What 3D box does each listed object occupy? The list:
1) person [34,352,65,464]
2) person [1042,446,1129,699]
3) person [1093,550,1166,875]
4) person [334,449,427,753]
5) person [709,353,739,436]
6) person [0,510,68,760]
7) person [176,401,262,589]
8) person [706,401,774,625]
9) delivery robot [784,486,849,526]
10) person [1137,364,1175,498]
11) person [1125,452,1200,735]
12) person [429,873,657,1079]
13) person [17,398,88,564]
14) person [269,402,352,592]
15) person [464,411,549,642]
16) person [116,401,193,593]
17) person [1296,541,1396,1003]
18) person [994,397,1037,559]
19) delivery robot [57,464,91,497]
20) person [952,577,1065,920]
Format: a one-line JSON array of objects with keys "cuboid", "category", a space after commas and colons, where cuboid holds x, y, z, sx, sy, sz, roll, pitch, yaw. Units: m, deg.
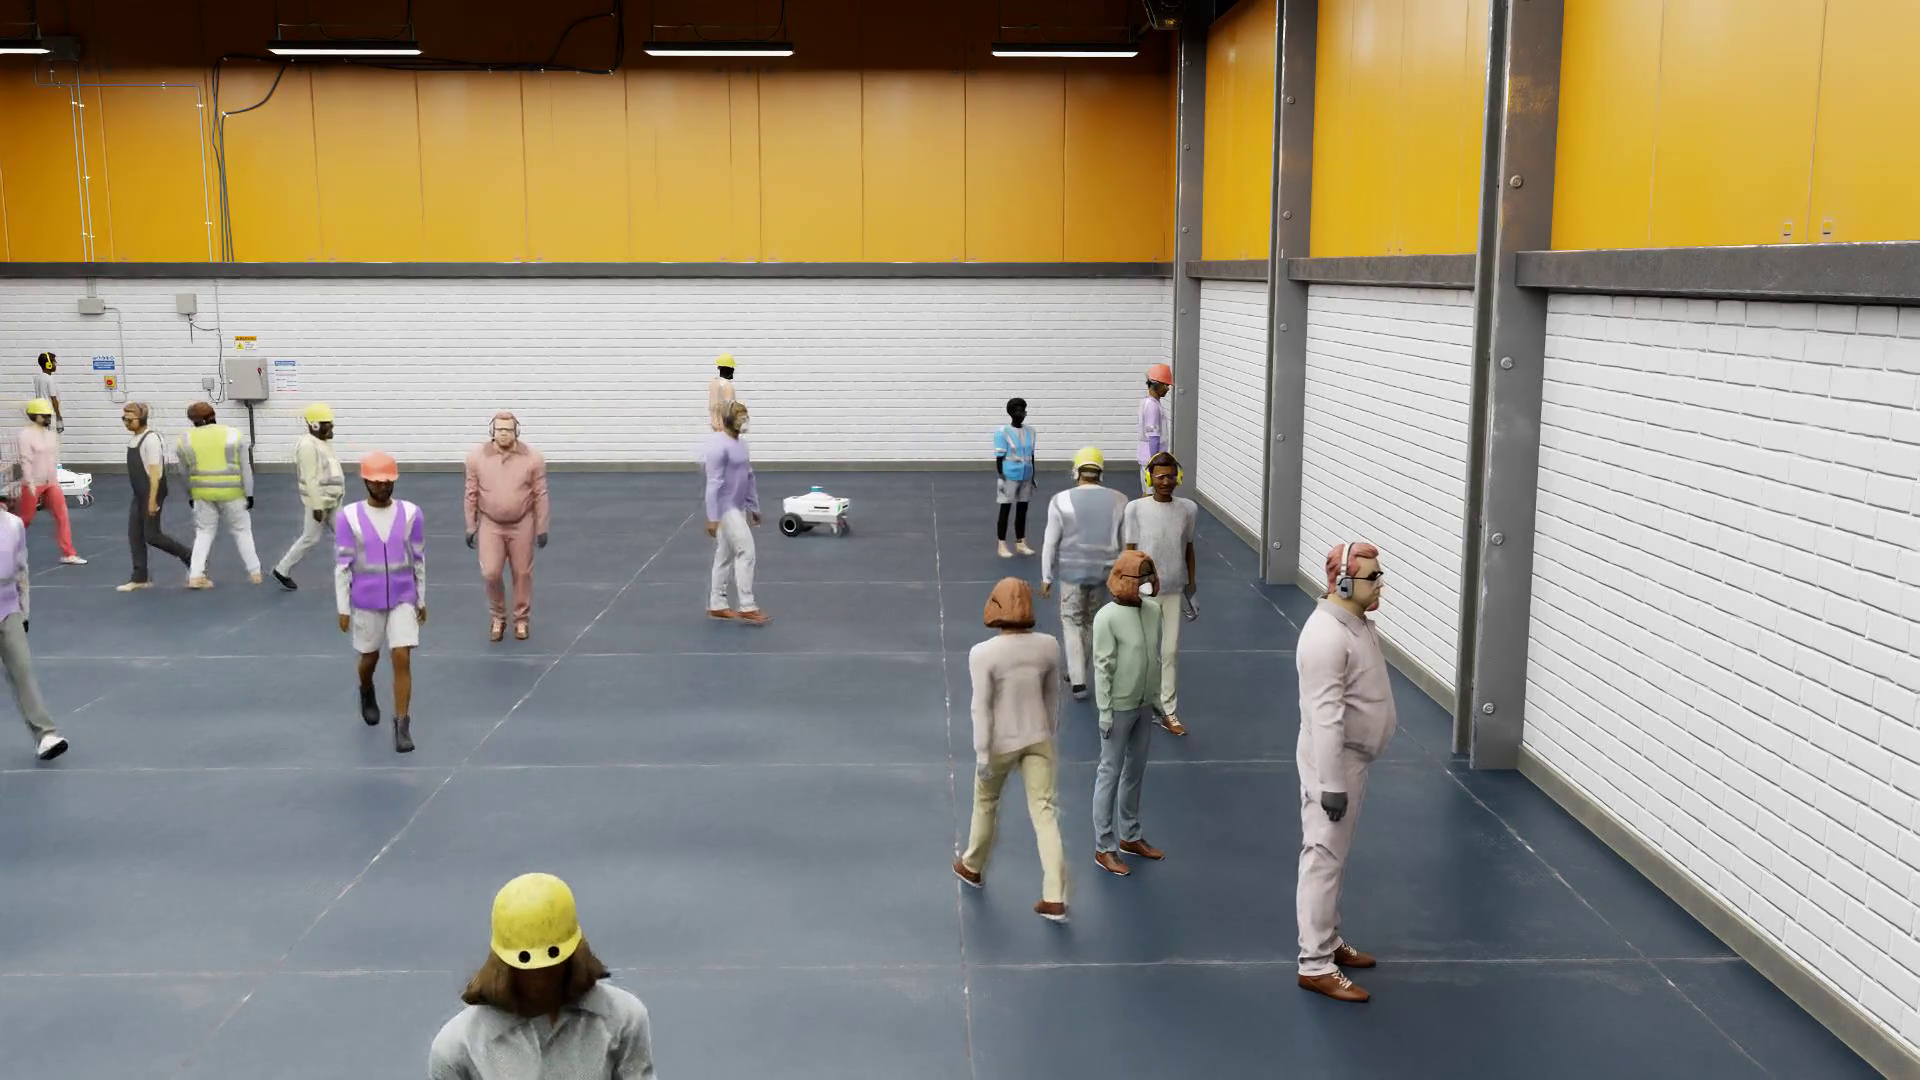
[{"cuboid": [-12.744, -1.695, 23.340, 0.532, 1.871, 0.321, 6, 11, 34], "category": "person"}, {"cuboid": [0.890, 0.222, 11.834, 0.663, 1.789, 0.609, -1, 9, -8], "category": "person"}, {"cuboid": [0.862, 0.855, 8.427, 0.285, 1.633, 0.497, 8, 13, 42], "category": "person"}, {"cuboid": [-3.717, 0.352, 10.674, 0.559, 1.917, 0.840, -5, 10, -27], "category": "person"}, {"cuboid": [-3.101, -1.506, 22.004, 0.378, 1.925, 0.594, -6, 11, -32], "category": "person"}, {"cuboid": [-5.930, 0.452, 10.197, 1.011, 1.860, 0.585, 6, 11, 34], "category": "person"}, {"cuboid": [-7.073, -0.428, 15.854, 0.653, 1.794, 0.576, -2, 10, -14], "category": "person"}, {"cuboid": [-1.829, -0.224, 14.169, 0.773, 1.914, 0.662, 2, 9, 12], "category": "person"}, {"cuboid": [-1.633, -0.366, 18.927, 0.707, 0.478, 0.477, 2, 9, 15], "category": "delivery robot"}, {"cuboid": [2.063, -0.832, 17.551, 0.388, 2.034, 0.605, 0, 9, 0], "category": "person"}, {"cuboid": [1.306, 0.351, 10.798, 0.521, 1.870, 0.319, -2, 9, -11], "category": "person"}, {"cuboid": [-0.878, 1.582, 3.697, 0.502, 1.718, 0.726, -5, 10, -27], "category": "person"}, {"cuboid": [-9.462, -0.595, 17.018, 0.859, 1.730, 0.529, 3, 10, 16], "category": "person"}, {"cuboid": [-6.037, -0.393, 15.577, 0.878, 1.804, 0.594, 0, 9, 1], "category": "person"}, {"cuboid": [-3.683, -0.104, 13.531, 0.684, 1.887, 0.532, -2, 10, -13], "category": "person"}, {"cuboid": [-7.586, -0.416, 15.678, 0.525, 1.817, 0.706, 9, 13, 43], "category": "person"}, {"cuboid": [1.622, 0.950, 7.009, 0.402, 1.910, 0.638, 4, 10, 21], "category": "person"}, {"cuboid": [0.588, -0.656, 17.498, 0.539, 1.695, 0.317, -7, 11, -35], "category": "person"}, {"cuboid": [-11.420, -0.717, 21.080, 0.707, 0.478, 0.477, -3, 10, -16], "category": "delivery robot"}, {"cuboid": [0.263, 0.966, 7.913, 0.504, 1.578, 0.884, -4, 10, -25], "category": "person"}]
